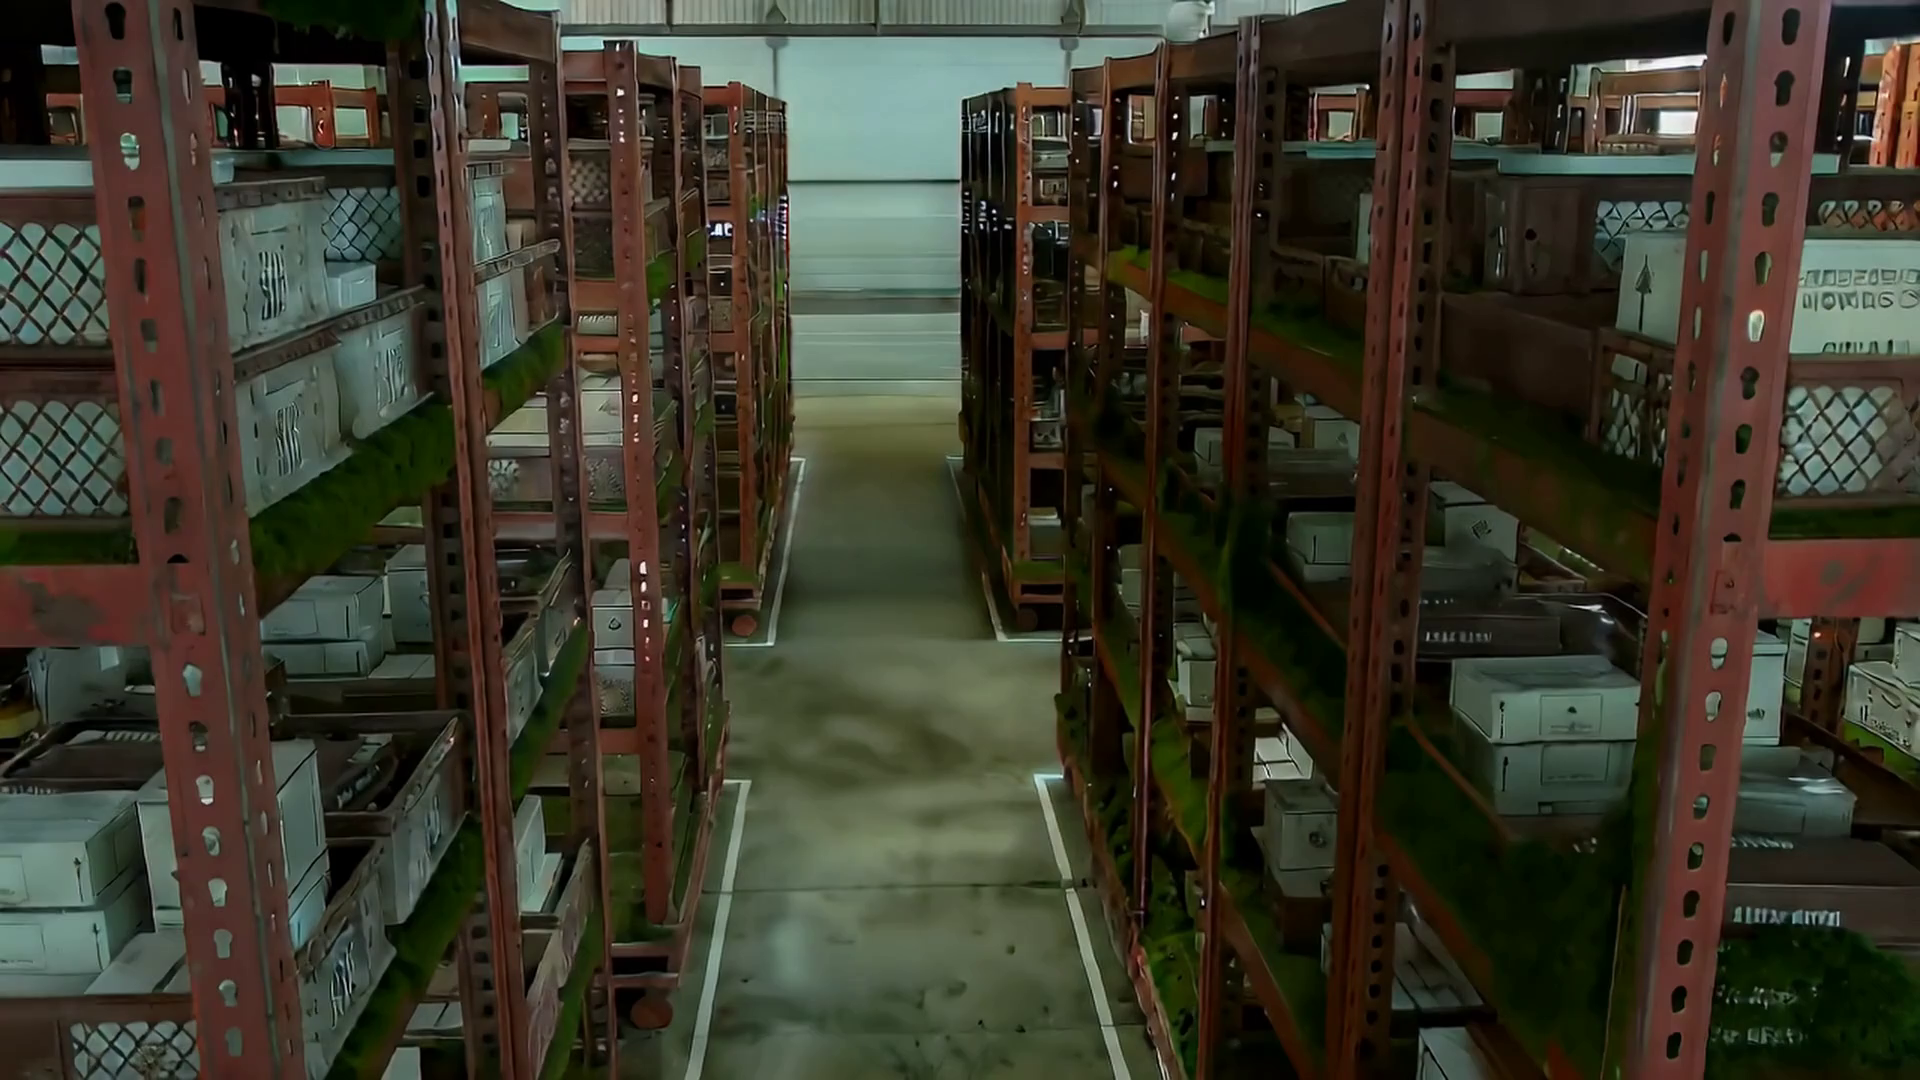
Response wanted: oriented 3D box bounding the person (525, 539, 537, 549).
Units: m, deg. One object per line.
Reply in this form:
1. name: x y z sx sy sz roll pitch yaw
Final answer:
1. person: -2.648 -0.205 10.463 0.391 1.995 0.613 0 14 -2
